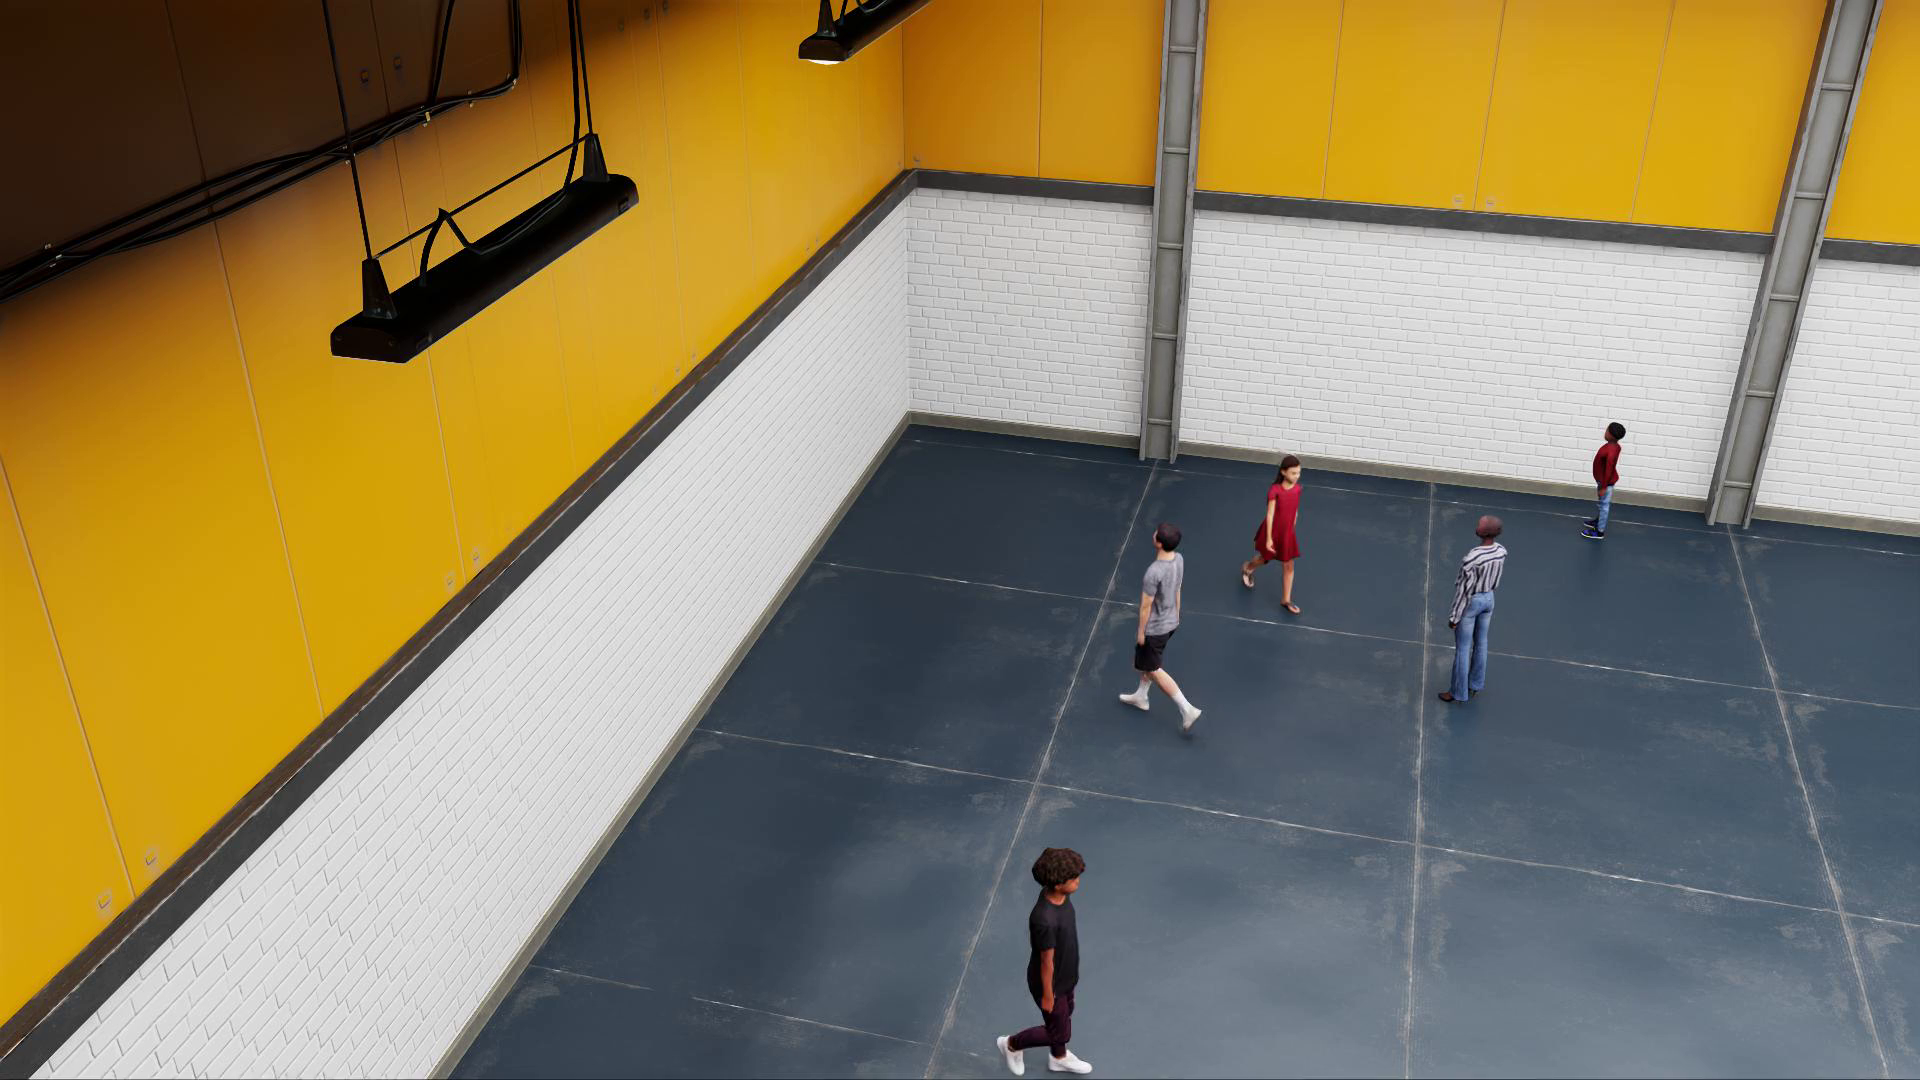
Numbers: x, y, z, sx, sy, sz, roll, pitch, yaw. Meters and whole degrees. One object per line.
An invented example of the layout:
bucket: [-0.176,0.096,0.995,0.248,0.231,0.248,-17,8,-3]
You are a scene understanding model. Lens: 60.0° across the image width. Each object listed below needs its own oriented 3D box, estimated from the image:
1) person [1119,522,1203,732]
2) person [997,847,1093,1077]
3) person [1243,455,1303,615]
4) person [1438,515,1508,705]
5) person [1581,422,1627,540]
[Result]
person: [1.719,0.737,13.791,1.195,1.841,0.966,23,36,35]
person: [0.523,2.657,10.345,0.806,1.769,0.633,8,30,14]
person: [2.961,-0.107,15.667,1.011,1.527,0.980,-11,30,-19]
person: [4.368,0.589,14.110,0.700,1.795,0.750,-17,33,-28]
person: [6.579,-0.621,16.894,0.543,1.254,0.548,14,32,24]
